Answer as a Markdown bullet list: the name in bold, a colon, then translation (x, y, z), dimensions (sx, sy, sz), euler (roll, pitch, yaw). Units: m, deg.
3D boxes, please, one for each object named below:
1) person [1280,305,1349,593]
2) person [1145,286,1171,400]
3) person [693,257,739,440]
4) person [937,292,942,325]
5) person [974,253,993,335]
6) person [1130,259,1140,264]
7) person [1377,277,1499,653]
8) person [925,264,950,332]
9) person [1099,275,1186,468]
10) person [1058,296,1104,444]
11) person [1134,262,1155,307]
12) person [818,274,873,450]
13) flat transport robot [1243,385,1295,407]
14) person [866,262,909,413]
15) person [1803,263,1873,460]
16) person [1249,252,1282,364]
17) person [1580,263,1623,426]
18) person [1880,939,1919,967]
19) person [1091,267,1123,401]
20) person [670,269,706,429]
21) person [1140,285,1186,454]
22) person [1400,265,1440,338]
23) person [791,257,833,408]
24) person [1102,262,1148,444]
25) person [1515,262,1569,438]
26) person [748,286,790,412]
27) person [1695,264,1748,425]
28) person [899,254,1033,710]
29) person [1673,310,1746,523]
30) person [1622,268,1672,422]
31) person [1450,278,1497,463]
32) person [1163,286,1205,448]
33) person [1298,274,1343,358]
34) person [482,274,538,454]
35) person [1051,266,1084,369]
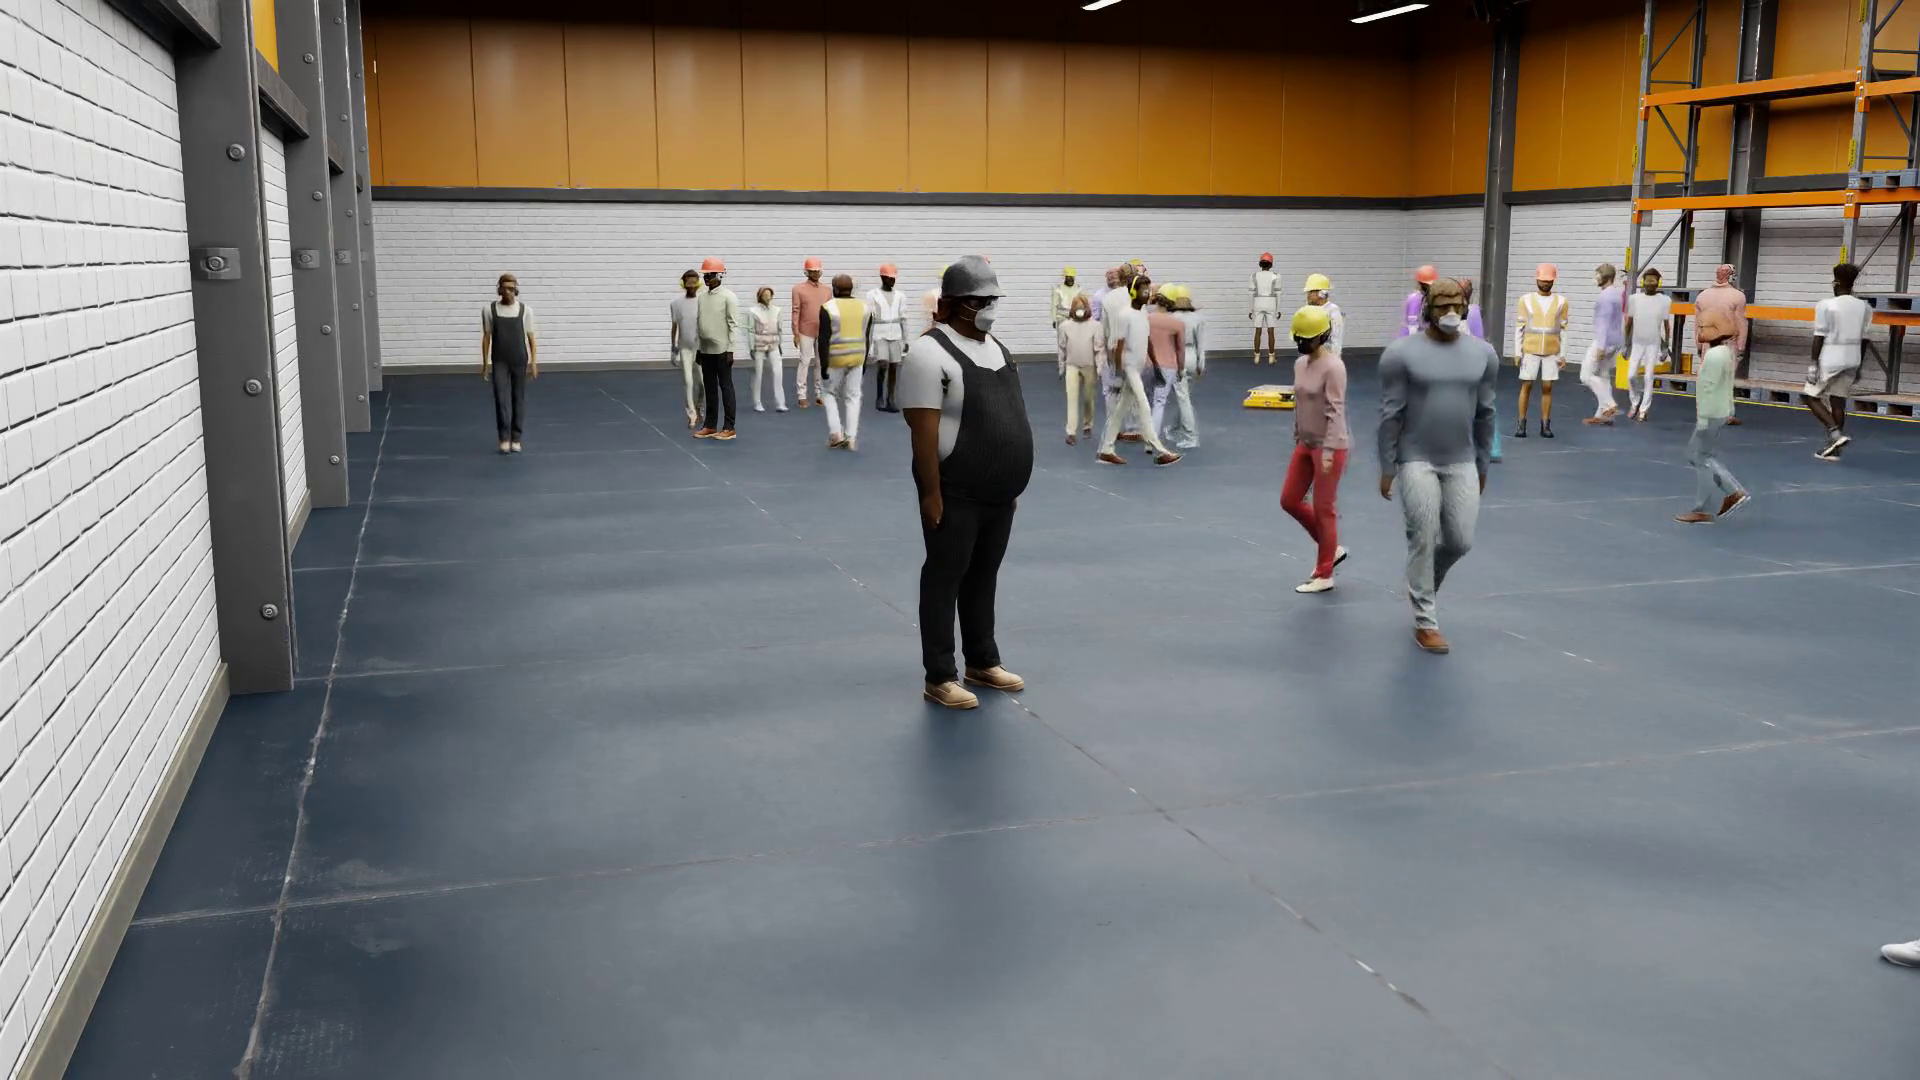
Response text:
- **person**: translation (2.131, -0.543, 9.998), dimensions (0.414, 1.730, 0.564), euler (-4, 11, -21)
- **person**: translation (2.677, -2.633, 22.517), dimensions (0.526, 1.594, 0.832), euler (1, 10, 6)
- **person**: translation (-2.686, -2.099, 18.269), dimensions (0.612, 1.995, 0.376), euler (8, 12, 38)
- **person**: translation (-0.028, -2.450, 20.452), dimensions (0.353, 1.942, 0.545), euler (8, 13, 39)
- **person**: translation (0.292, -3.250, 24.794), dimensions (0.391, 2.040, 0.615), euler (4, 10, 20)
- **person**: translation (3.274, -4.314, 31.286), dimensions (0.590, 1.926, 0.388), euler (0, 10, 1)
- **person**: translation (2.458, -0.402, 8.663), dimensions (0.633, 1.922, 0.640), euler (-1, 10, -3)
- **person**: translation (-0.213, -2.616, 21.519), dimensions (0.624, 1.901, 0.533), euler (-7, 12, -36)
- **person**: translation (1.744, -1.600, 15.871), dimensions (0.954, 1.819, 0.539), euler (5, 11, 28)
- **person**: translation (1.308, -1.849, 17.999), dimensions (0.503, 1.585, 0.869), euler (1, 10, 7)
- **person**: translation (2.420, -2.848, 22.845), dimensions (0.643, 1.913, 0.411), euler (3, 10, 16)
- **person**: translation (-1.215, -1.838, 17.247), dimensions (0.643, 1.825, 0.486), euler (-6, 12, -31)
- **flat transport robot**: translation (4.283, -1.940, 22.334), dimensions (0.652, 0.197, 1.431), euler (4, 11, 22)
- **person**: translation (-0.915, -2.573, 21.222), dimensions (0.575, 1.921, 0.410), euler (-5, 11, -27)
- **person**: translation (8.618, -1.743, 16.347), dimensions (0.632, 1.942, 0.459), euler (-2, 10, -12)
- **person**: translation (5.628, -4.270, 30.691), dimensions (0.605, 2.045, 0.378), euler (3, 10, 16)
- **person**: translation (7.553, -2.290, 19.585), dimensions (0.440, 1.920, 0.649), euler (5, 11, 28)
- **person**: translation (2.859, 0.324, 4.459), dimensions (0.398, 1.920, 0.590), euler (1, 10, 3)
- **person**: translation (2.064, -2.719, 22.269), dimensions (0.669, 1.869, 0.828), euler (-2, 10, -12)
- **person**: translation (-3.132, -2.230, 19.431), dimensions (0.529, 1.855, 0.439), euler (-2, 10, -11)
- **person**: translation (2.054, -1.764, 17.144), dimensions (0.540, 1.703, 0.927), euler (2, 10, 14)
- **person**: translation (5.461, -2.323, 19.860), dimensions (0.831, 1.882, 0.560), euler (8, 13, 40)
- **person**: translation (-1.925, -2.745, 22.044), dimensions (0.665, 1.989, 0.438), euler (-6, 12, -33)
- **person**: translation (1.782, -2.008, 17.905), dimensions (0.376, 1.940, 0.627), euler (-7, 12, -34)
- **person**: translation (6.423, -2.090, 18.388), dimensions (0.551, 1.932, 0.378), euler (2, 10, 11)
- **person**: translation (-2.454, -2.425, 21.257), dimensions (0.544, 1.608, 0.731), euler (-7, 12, -33)
- **person**: translation (9.056, -2.315, 19.773), dimensions (0.410, 1.909, 0.643), euler (-7, 12, -34)
- **person**: translation (0.077, -0.273, 7.562), dimensions (0.538, 2.000, 0.683), euler (7, 12, 35)
- **person**: translation (5.664, -0.916, 12.511), dimensions (0.394, 1.620, 0.500), euler (5, 11, 26)
- **person**: translation (8.309, -2.358, 20.149), dimensions (0.548, 1.859, 0.385), euler (5, 11, 27)
- **person**: translation (4.827, -1.650, 16.247), dimensions (0.972, 1.795, 0.575), euler (6, 12, 32)
- **person**: translation (2.315, -1.841, 17.643), dimensions (0.509, 1.674, 0.915), euler (-4, 10, -20)
- **person**: translation (3.749, -1.839, 17.312), dimensions (0.472, 1.830, 0.632), euler (-4, 11, -23)
- **person**: translation (-4.565, -1.773, 16.870), dimensions (0.550, 1.821, 0.731), euler (-3, 10, -16)
- **person**: translation (1.907, -3.866, 29.057), dimensions (0.623, 1.794, 0.884), euler (-1, 10, -8)
